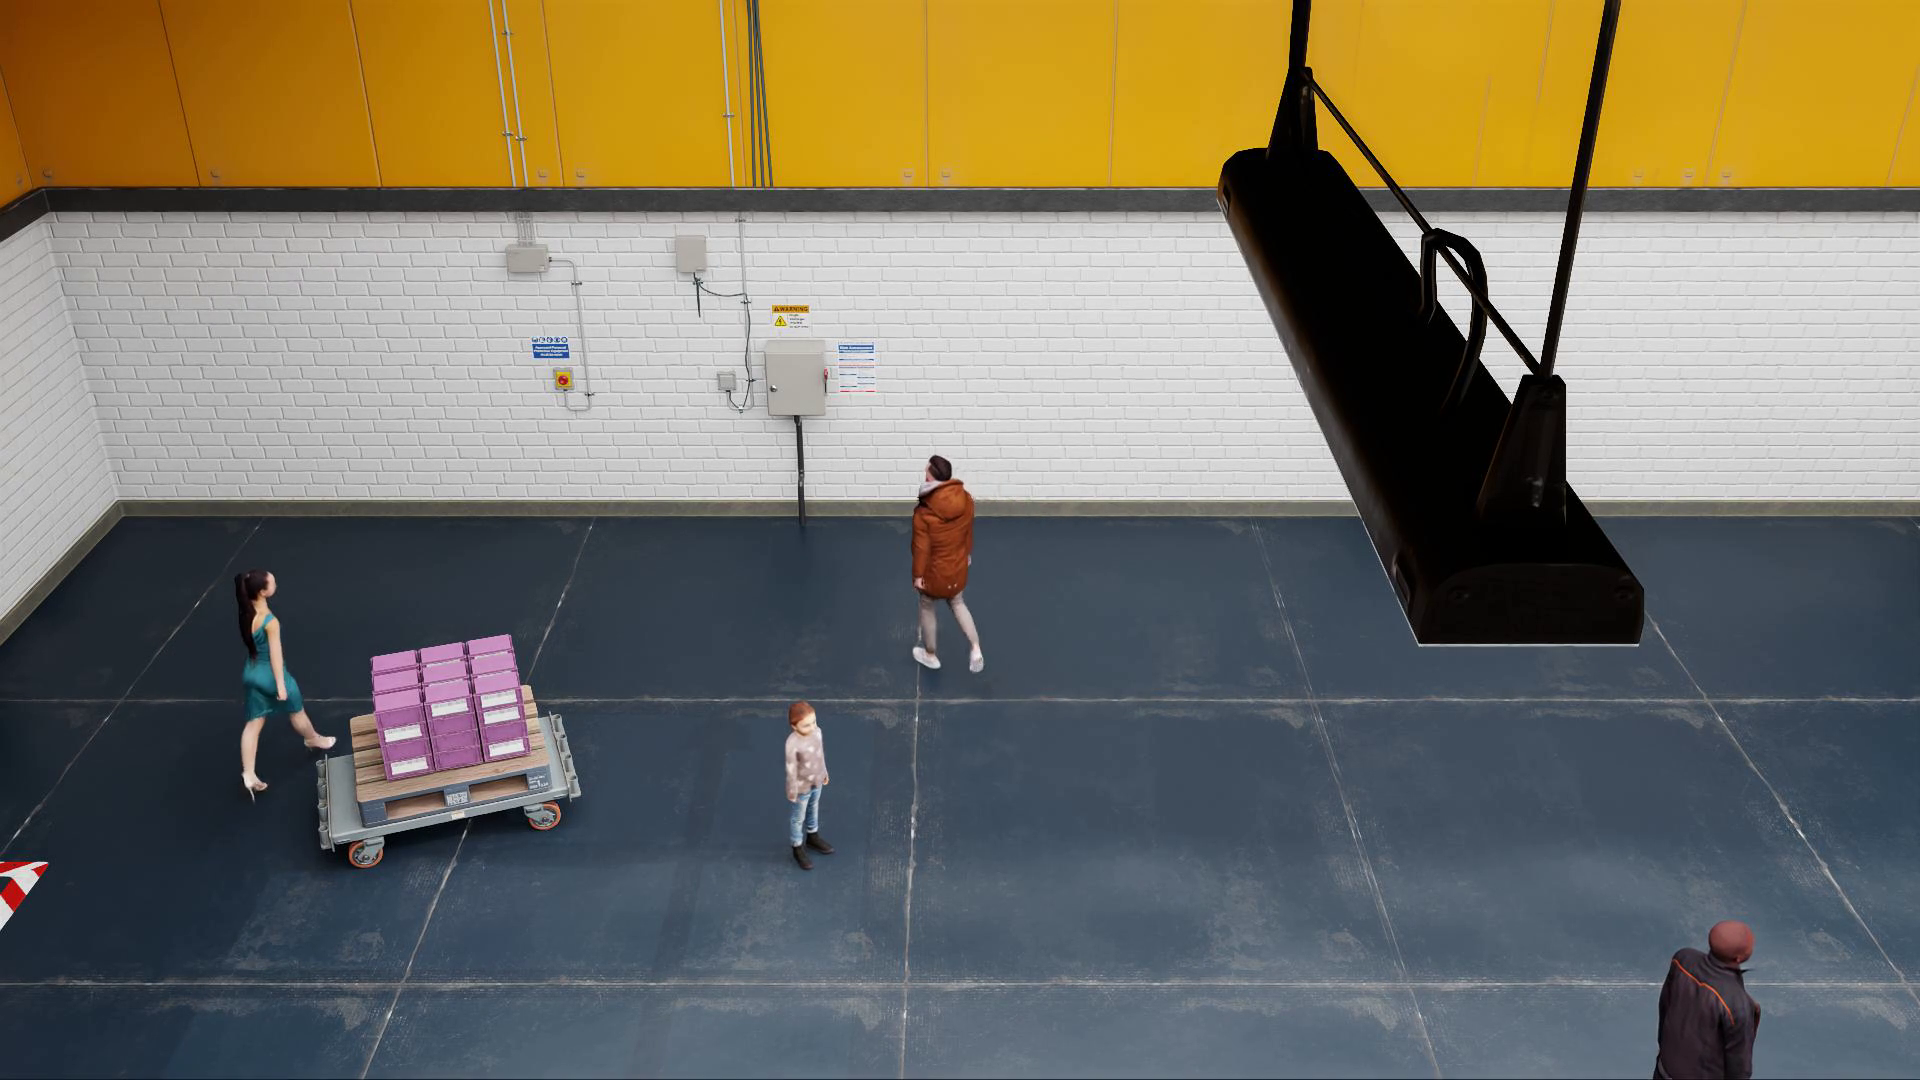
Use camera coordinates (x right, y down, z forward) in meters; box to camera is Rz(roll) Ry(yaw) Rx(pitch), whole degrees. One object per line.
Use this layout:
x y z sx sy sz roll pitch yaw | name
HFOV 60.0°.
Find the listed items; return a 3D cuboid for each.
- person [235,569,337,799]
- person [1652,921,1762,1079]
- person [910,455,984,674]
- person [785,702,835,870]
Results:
-4.717 0.994 11.209 0.949 1.635 1.109 15 32 25 | person
3.589 2.572 8.118 0.841 1.825 0.695 -11 31 -20 | person
-0.086 0.227 12.418 1.001 1.824 1.101 -20 34 -32 | person
-0.990 1.536 10.675 0.616 1.193 0.545 22 36 35 | person
